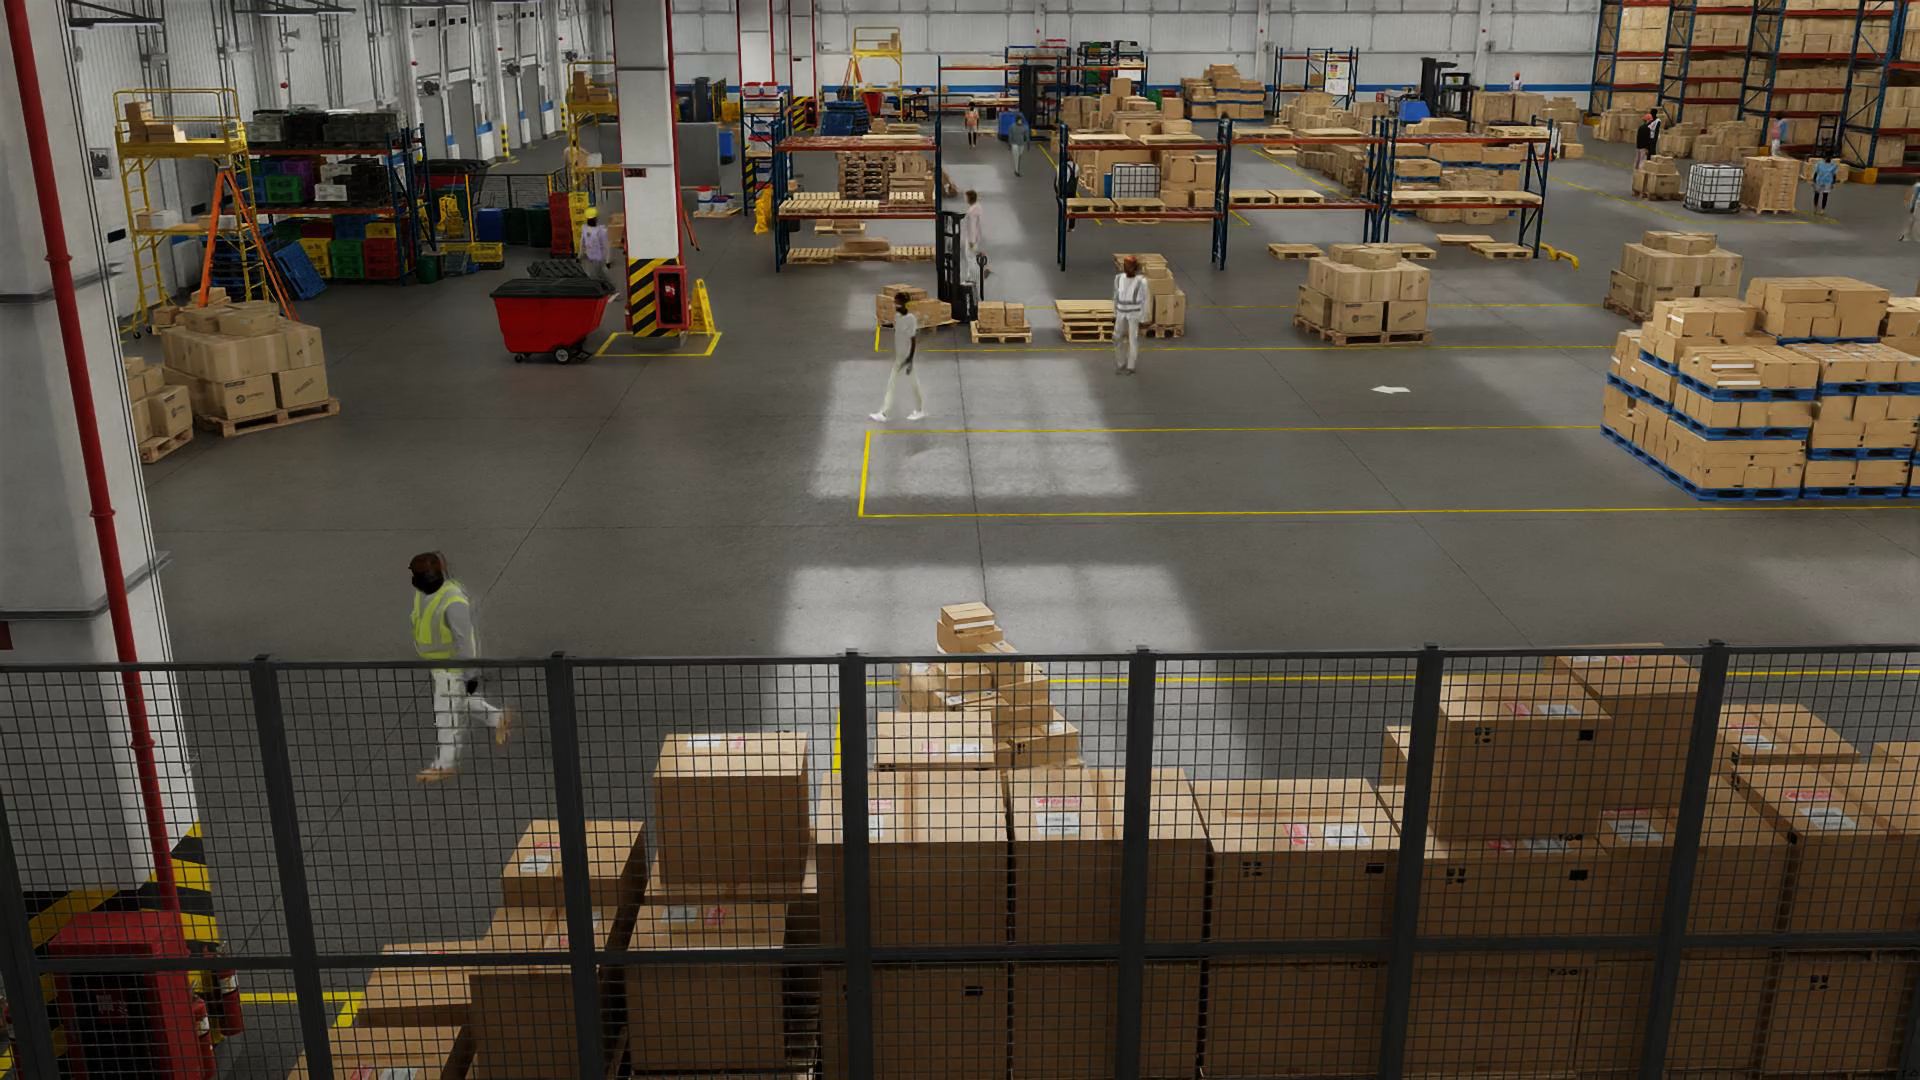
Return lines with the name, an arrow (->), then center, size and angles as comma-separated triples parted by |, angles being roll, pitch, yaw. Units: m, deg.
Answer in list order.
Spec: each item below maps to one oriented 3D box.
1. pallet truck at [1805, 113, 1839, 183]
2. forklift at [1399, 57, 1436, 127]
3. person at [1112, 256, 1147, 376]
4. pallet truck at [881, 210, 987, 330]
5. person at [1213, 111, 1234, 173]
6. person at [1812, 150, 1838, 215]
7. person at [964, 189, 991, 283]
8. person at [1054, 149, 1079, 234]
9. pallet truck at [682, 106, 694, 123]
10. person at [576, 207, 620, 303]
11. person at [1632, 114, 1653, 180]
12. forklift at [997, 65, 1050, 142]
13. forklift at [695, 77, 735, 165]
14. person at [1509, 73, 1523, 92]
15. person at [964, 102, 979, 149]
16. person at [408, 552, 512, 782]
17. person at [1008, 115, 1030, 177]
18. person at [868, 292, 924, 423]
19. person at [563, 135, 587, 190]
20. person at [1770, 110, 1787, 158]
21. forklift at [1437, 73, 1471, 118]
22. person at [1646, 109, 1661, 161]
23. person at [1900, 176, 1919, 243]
pallet truck -> 26.403, -11.957, 50.702 | 0.823, 1.965, 1.885 | 6, 19, 16
forklift -> 19.264, -18.500, 68.753 | 1.873, 2.768, 1.129 | -1, 19, -1
person -> 2.567, -3.430, 25.602 | 0.615, 1.867, 0.526 | 12, 22, 32
pallet truck -> -0.493, -4.759, 29.349 | 1.885, 1.965, 0.823 | -13, 23, -34
person -> 8.360, -12.696, 53.012 | 0.659, 1.917, 0.696 | -6, 20, -18
person -> 22.518, -9.314, 43.321 | 0.571, 1.685, 0.419 | 10, 21, 28
person -> 0.282, -6.042, 33.264 | 0.538, 1.929, 0.646 | 2, 19, 7
person -> 2.529, -8.457, 40.252 | 0.688, 2.000, 0.536 | -17, 25, -41
pallet truck -> -9.671, -15.907, 62.421 | 0.823, 1.965, 1.885 | 5, 19, 15
person -> -6.812, -5.337, 31.258 | 0.598, 1.879, 1.006 | 15, 24, 37
person -> 20.879, -11.991, 50.808 | 0.390, 1.995, 0.613 | -2, 19, -6
forklift -> 2.415, -16.503, 62.828 | 1.873, 2.768, 1.129 | -2, 19, -7
forklift -> -8.481, -13.870, 55.019 | 1.873, 2.768, 1.129 | -1, 19, -1
person -> 24.828, -19.895, 74.341 | 0.544, 1.939, 0.372 | 9, 21, 25
person -> 0.425, -14.976, 60.176 | 0.540, 1.657, 0.840 | 0, 19, 0
person -> -3.875, 0.914, 12.836 | 0.838, 1.805, 0.661 | -16, 24, -39
person -> 1.839, -12.336, 52.020 | 0.650, 1.887, 1.034 | -4, 19, -12
person -> -0.830, -2.492, 22.888 | 0.948, 1.820, 0.564 | -15, 24, -38
person -> -10.459, -10.054, 45.222 | 0.609, 1.886, 0.912 | -6, 19, -16
person -> 26.937, -13.198, 54.661 | 0.604, 1.827, 0.630 | 0, 19, 0
forklift -> 17.108, -14.811, 57.808 | 1.129, 2.768, 1.873 | -1, 19, -2
person -> 22.516, -13.049, 54.079 | 0.390, 1.912, 0.589 | -4, 19, -11
person -> 22.430, -7.736, 38.777 | 0.775, 1.607, 0.550 | 17, 25, 41
